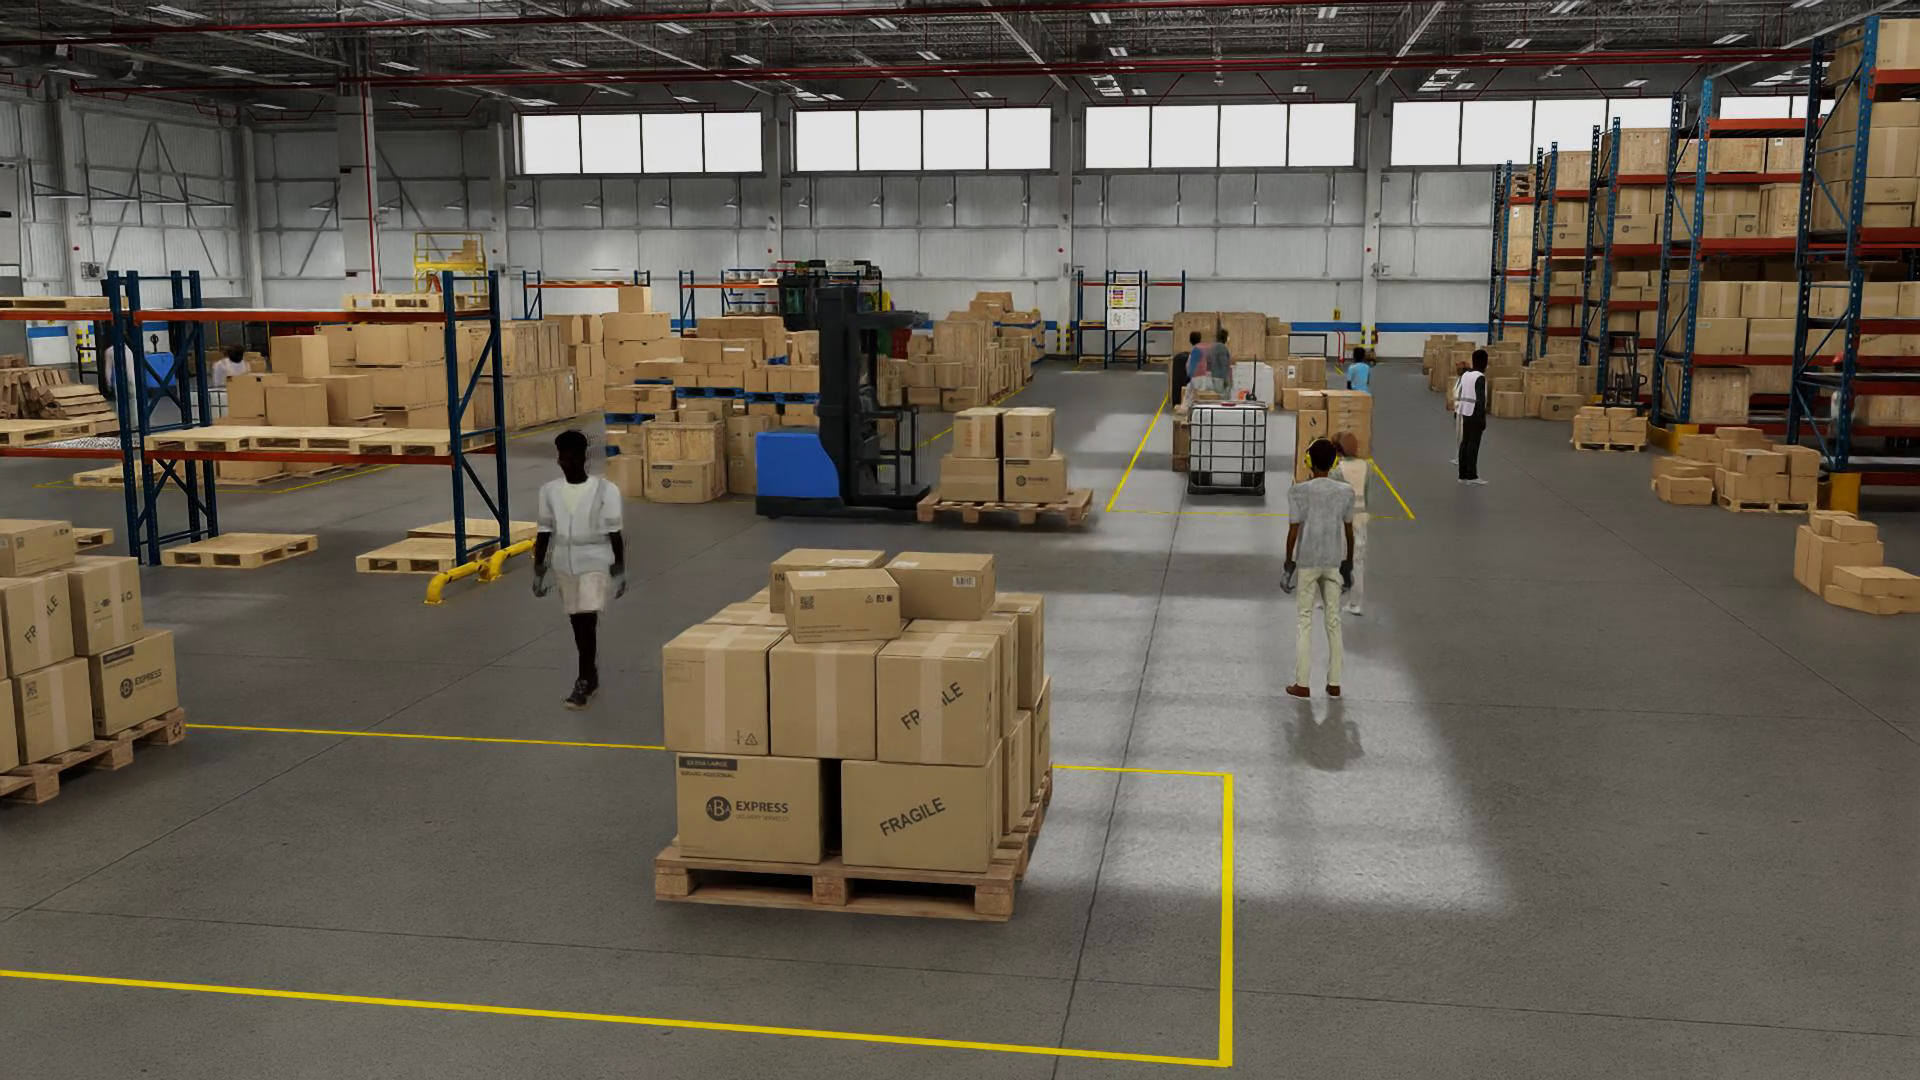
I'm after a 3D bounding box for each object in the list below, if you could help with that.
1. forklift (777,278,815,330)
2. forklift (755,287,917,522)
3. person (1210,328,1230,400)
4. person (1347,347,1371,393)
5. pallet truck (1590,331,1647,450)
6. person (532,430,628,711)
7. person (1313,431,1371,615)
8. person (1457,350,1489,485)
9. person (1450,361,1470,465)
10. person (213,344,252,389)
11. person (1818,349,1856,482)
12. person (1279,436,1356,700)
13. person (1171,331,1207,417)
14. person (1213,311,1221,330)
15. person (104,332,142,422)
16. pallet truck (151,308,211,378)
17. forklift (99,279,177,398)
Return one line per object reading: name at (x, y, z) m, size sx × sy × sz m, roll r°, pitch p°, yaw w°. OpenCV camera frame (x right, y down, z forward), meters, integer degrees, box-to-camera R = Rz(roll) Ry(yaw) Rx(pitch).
forklift at (-4.169, -5.272, 42.430) m, size 1.129 × 2.768 × 1.873 m, roll 3°, pitch 10°, yaw 15°
forklift at (-1.491, -1.681, 20.281) m, size 1.873 × 2.768 × 1.129 m, roll 1°, pitch 9°, yaw 9°
person at (4.976, -3.070, 31.746) m, size 0.373 × 1.940 × 0.629 m, roll -2°, pitch 9°, yaw -12°
person at (7.038, -2.594, 29.601) m, size 0.549 × 1.676 × 0.521 m, roll -5°, pitch 10°, yaw -28°
pallet truck at (11.253, -2.573, 28.499) m, size 0.823 × 1.965 × 1.885 m, roll 5°, pitch 10°, yaw 27°
person at (-2.681, 0.217, 11.491) m, size 0.627 × 1.926 × 0.906 m, roll 3°, pitch 10°, yaw 15°
person at (3.395, -0.151, 14.732) m, size 0.535 × 1.623 × 0.537 m, roll -3°, pitch 10°, yaw -19°
person at (7.296, -1.744, 23.649) m, size 0.391 × 1.913 × 0.587 m, roll -1°, pitch 9°, yaw -8°
person at (7.869, -1.986, 26.010) m, size 0.319 × 1.631 × 0.524 m, roll 0°, pitch 9°, yaw -3°
person at (-11.952, -2.324, 27.499) m, size 0.556 × 1.820 × 0.649 m, roll 7°, pitch 12°, yaw 37°
person at (12.625, -1.760, 23.738) m, size 0.600 × 1.923 × 0.544 m, roll 2°, pitch 9°, yaw 11°
person at (2.530, 0.202, 11.777) m, size 0.538 × 1.869 × 0.312 m, roll -1°, pitch 9°, yaw -5°
person at (4.862, -3.389, 34.168) m, size 0.953 × 1.796 × 0.649 m, roll 2°, pitch 10°, yaw 14°
person at (6.595, -4.989, 43.472) m, size 0.826 × 1.961 × 0.642 m, roll 6°, pitch 11°, yaw 33°
person at (-15.684, -2.980, 31.262) m, size 0.687 × 1.915 × 0.494 m, roll -7°, pitch 12°, yaw -37°
pallet truck at (-21.869, -5.598, 47.154) m, size 0.823 × 1.965 × 1.885 m, roll 4°, pitch 10°, yaw 26°
forklift at (-19.606, -4.720, 39.027) m, size 1.873 × 2.768 × 1.129 m, roll 1°, pitch 9°, yaw 9°
